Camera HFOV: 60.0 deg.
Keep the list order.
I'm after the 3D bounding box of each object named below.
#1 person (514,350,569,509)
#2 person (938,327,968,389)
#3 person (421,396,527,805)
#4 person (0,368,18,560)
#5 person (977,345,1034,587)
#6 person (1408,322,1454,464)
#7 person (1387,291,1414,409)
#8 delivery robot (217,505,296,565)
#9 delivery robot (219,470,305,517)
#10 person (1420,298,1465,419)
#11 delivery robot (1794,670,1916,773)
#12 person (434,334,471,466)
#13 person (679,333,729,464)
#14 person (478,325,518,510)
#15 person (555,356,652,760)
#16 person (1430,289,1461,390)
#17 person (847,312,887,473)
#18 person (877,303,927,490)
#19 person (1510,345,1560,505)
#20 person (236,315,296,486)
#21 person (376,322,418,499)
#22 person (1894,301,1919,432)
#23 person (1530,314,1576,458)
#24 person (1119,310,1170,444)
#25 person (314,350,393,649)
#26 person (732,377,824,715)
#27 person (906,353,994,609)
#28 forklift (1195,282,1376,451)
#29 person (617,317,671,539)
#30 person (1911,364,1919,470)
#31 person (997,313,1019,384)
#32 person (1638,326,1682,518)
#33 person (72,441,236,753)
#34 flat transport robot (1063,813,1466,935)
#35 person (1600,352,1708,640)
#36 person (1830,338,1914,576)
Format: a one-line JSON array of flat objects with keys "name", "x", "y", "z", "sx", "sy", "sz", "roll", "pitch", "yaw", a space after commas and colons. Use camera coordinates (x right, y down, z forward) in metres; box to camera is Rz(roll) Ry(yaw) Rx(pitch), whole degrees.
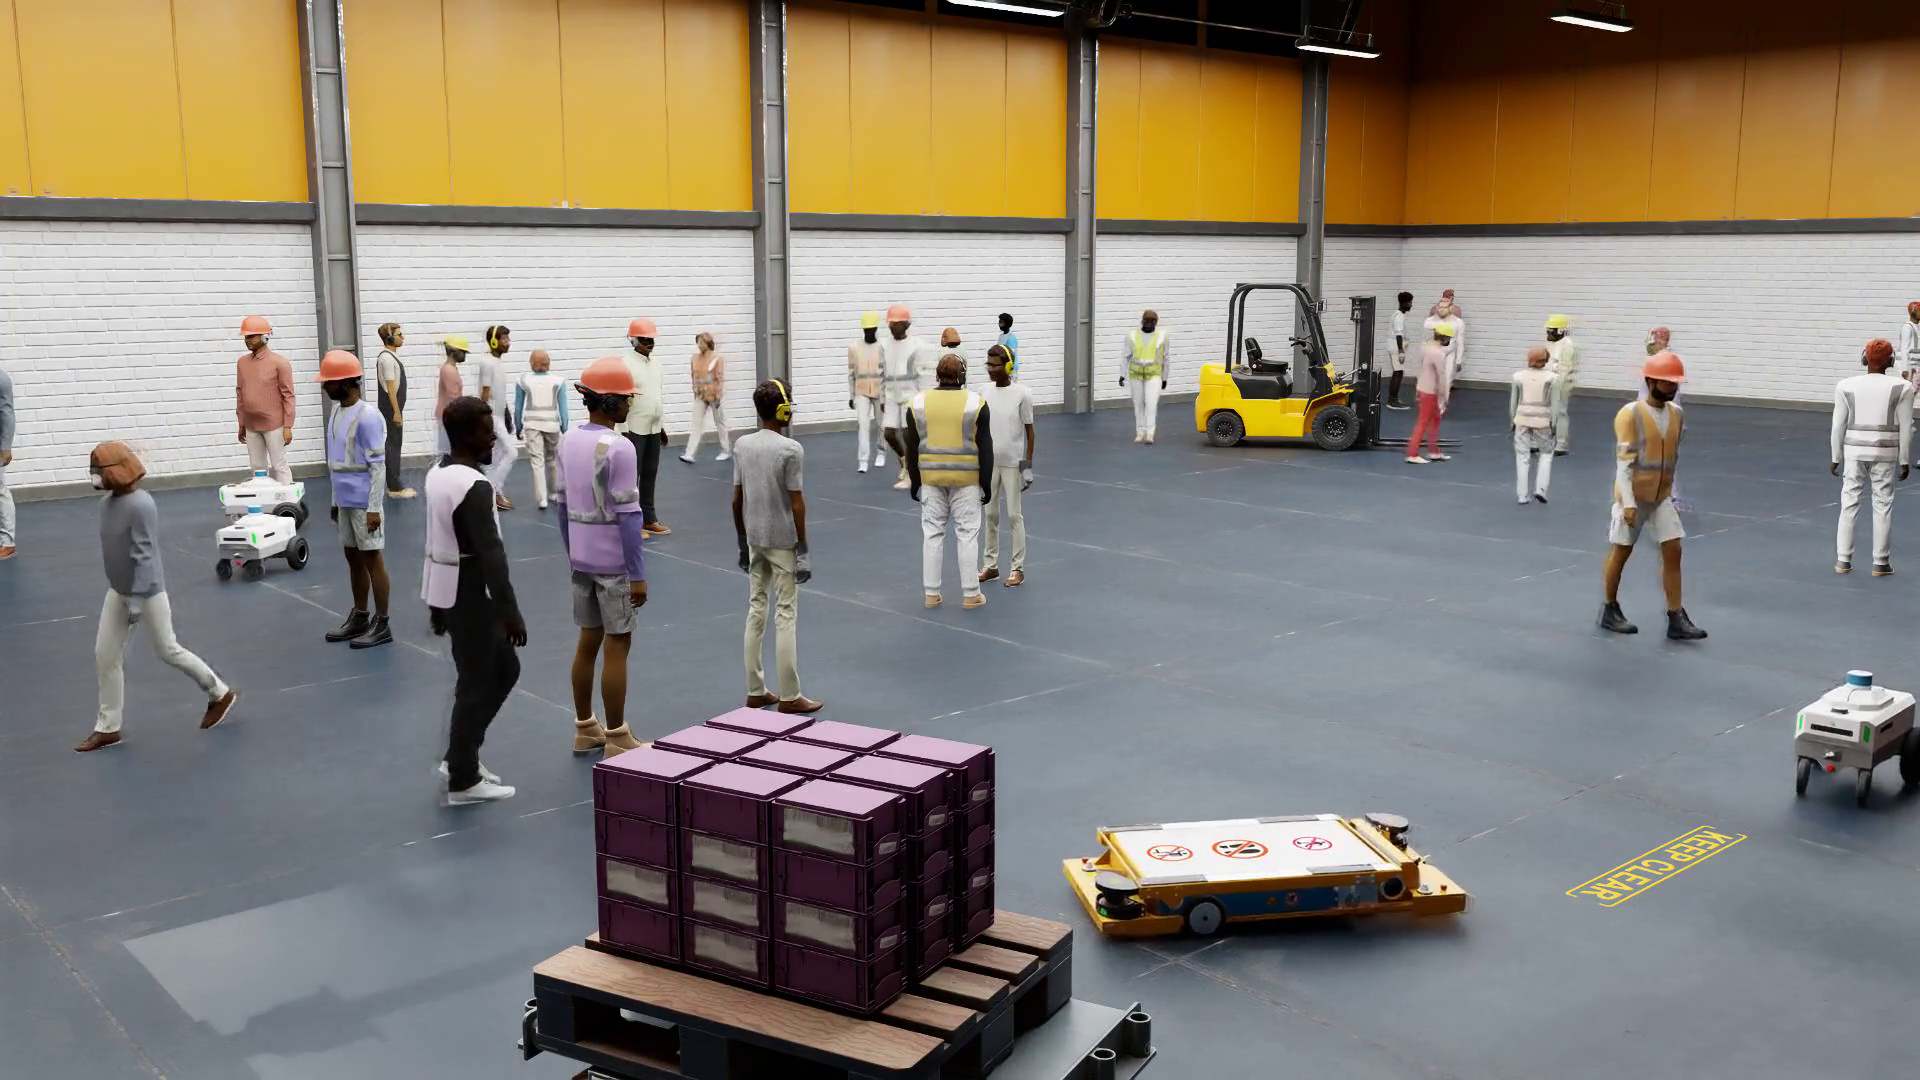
[{"name": "person", "x": -4.238, "y": -1.123, "z": 16.841, "sx": 0.525, "sy": 1.580, "sz": 0.879, "roll": -3, "pitch": 10, "yaw": -17}, {"name": "person", "x": -0.103, "y": -1.880, "z": 21.139, "sx": 0.275, "sy": 1.631, "sz": 0.507, "roll": 9, "pitch": 14, "yaw": 44}, {"name": "person", "x": -2.226, "y": 0.289, "z": 7.647, "sx": 0.458, "sy": 1.902, "sz": 0.595, "roll": -5, "pitch": 11, "yaw": -27}, {"name": "person", "x": -8.170, "y": -0.788, "z": 13.854, "sx": 0.635, "sy": 1.937, "sz": 0.352, "roll": 2, "pitch": 10, "yaw": 12}, {"name": "person", "x": 0.328, "y": -0.570, "z": 12.793, "sx": 0.526, "sy": 1.865, "sz": 0.315, "roll": 6, "pitch": 11, "yaw": 32}, {"name": "person", "x": 5.816, "y": -1.783, "z": 20.264, "sx": 0.705, "sy": 1.732, "sz": 0.533, "roll": 0, "pitch": 10, "yaw": -2}, {"name": "person", "x": 7.307, "y": -3.150, "z": 27.658, "sx": 0.408, "sy": 1.951, "sz": 0.620, "roll": 2, "pitch": 10, "yaw": 12}, {"name": "delivery robot", "x": -5.584, "y": -0.034, "z": 13.206, "sx": 0.477, "sy": 0.478, "sz": 0.707, "roll": 1, "pitch": 10, "yaw": 5}, {"name": "delivery robot", "x": -6.456, "y": -0.406, "z": 15.389, "sx": 0.707, "sy": 0.478, "sz": 0.477, "roll": -3, "pitch": 10, "yaw": -14}, {"name": "person", "x": 7.500, "y": -2.821, "z": 25.877, "sx": 0.667, "sy": 1.890, "sz": 0.474, "roll": 5, "pitch": 11, "yaw": 29}, {"name": "delivery robot", "x": 4.276, "y": 0.867, "z": 7.934, "sx": 0.707, "sy": 0.478, "sz": 0.477, "roll": -10, "pitch": 14, "yaw": -44}, {"name": "person", "x": -5.147, "y": -1.231, "z": 17.015, "sx": 0.646, "sy": 1.723, "sz": 0.567, "roll": -3, "pitch": 10, "yaw": -18}, {"name": "person", "x": -3.106, "y": -1.732, "z": 20.368, "sx": 0.538, "sy": 1.585, "sz": 0.851, "roll": 5, "pitch": 11, "yaw": 28}, {"name": "person", "x": -4.568, "y": -1.202, "z": 16.531, "sx": 0.467, "sy": 1.850, "sz": 0.565, "roll": 0, "pitch": 10, "yaw": -3}, {"name": "person", "x": -1.752, "y": 0.102, "z": 8.334, "sx": 0.614, "sy": 2.041, "sz": 0.393, "roll": 10, "pitch": 14, "yaw": 44}, {"name": "person", "x": 9.233, "y": -3.798, "z": 31.568, "sx": 0.651, "sy": 1.906, "sz": 0.403, "roll": 9, "pitch": 13, "yaw": 43}, {"name": "person", "x": -1.035, "y": -1.765, "z": 19.762, "sx": 0.603, "sy": 1.881, "sz": 0.982, "roll": 1, "pitch": 10, "yaw": 6}, {"name": "person", "x": -0.624, "y": -1.557, "z": 18.083, "sx": 0.613, "sy": 2.029, "sz": 0.546, "roll": 5, "pitch": 11, "yaw": 25}, {"name": "person", "x": 5.866, "y": -1.169, "z": 16.996, "sx": 0.515, "sy": 1.624, "sz": 0.431, "roll": 6, "pitch": 11, "yaw": 32}, {"name": "person", "x": -6.409, "y": -1.066, "z": 15.313, "sx": 0.625, "sy": 1.992, "sz": 0.386, "roll": 4, "pitch": 10, "yaw": 20}, {"name": "person", "x": -5.922, "y": -1.354, "z": 17.440, "sx": 0.345, "sy": 1.847, "sz": 0.508, "roll": -4, "pitch": 10, "yaw": -21}, {"name": "person", "x": 13.675, "y": -2.486, "z": 23.959, "sx": 0.362, "sy": 1.882, "sz": 0.576, "roll": 8, "pitch": 13, "yaw": 41}, {"name": "person", "x": 7.345, "y": -1.913, "z": 20.794, "sx": 0.655, "sy": 1.810, "sz": 0.599, "roll": -2, "pitch": 10, "yaw": -11}, {"name": "person", "x": 2.479, "y": -2.180, "z": 22.416, "sx": 0.658, "sy": 1.796, "sz": 0.872, "roll": 2, "pitch": 10, "yaw": 12}, {"name": "person", "x": -3.935, "y": -0.262, "z": 10.789, "sx": 0.544, "sy": 1.933, "sz": 0.376, "roll": 9, "pitch": 13, "yaw": 43}, {"name": "person", "x": -1.031, "y": 0.039, "z": 9.209, "sx": 0.519, "sy": 1.873, "sz": 0.335, "roll": 7, "pitch": 12, "yaw": 36}, {"name": "person", "x": -0.064, "y": -0.421, "z": 11.989, "sx": 0.632, "sy": 1.842, "sz": 0.429, "roll": 2, "pitch": 10, "yaw": 13}, {"name": "forklift", "x": 4.328, "y": -2.346, "z": 22.227, "sx": 2.313, "sy": 2.155, "sz": 1.214, "roll": 3, "pitch": 10, "yaw": 16}, {"name": "person", "x": -2.846, "y": -1.007, "z": 14.972, "sx": 0.396, "sy": 1.992, "sz": 0.623, "roll": 5, "pitch": 11, "yaw": 28}, {"name": "person", "x": 11.537, "y": -1.732, "z": 19.592, "sx": 0.945, "sy": 1.857, "sz": 0.673, "roll": -3, "pitch": 10, "yaw": -15}, {"name": "person", "x": 0.709, "y": -2.557, "z": 24.946, "sx": 0.320, "sy": 1.694, "sz": 0.537, "roll": -3, "pitch": 10, "yaw": -17}, {"name": "person", "x": 6.767, "y": -1.125, "z": 16.038, "sx": 0.464, "sy": 1.865, "sz": 0.674, "roll": 5, "pitch": 11, "yaw": 27}, {"name": "person", "x": -4.244, "y": 0.264, "z": 8.694, "sx": 0.502, "sy": 1.598, "sz": 0.790, "roll": 6, "pitch": 11, "yaw": 32}, {"name": "flat transport robot", "x": 1.173, "y": 1.295, "z": 6.531, "sx": 1.431, "sy": 0.197, "sz": 0.652, "roll": -2, "pitch": 10, "yaw": -9}, {"name": "person", "x": 4.578, "y": -0.273, "z": 10.925, "sx": 0.562, "sy": 1.901, "sz": 0.861, "roll": -3, "pitch": 10, "yaw": -18}, {"name": "person", "x": 7.237, "y": -0.654, "z": 13.220, "sx": 0.573, "sy": 1.887, "sz": 0.354, "roll": 7, "pitch": 12, "yaw": 36}]
